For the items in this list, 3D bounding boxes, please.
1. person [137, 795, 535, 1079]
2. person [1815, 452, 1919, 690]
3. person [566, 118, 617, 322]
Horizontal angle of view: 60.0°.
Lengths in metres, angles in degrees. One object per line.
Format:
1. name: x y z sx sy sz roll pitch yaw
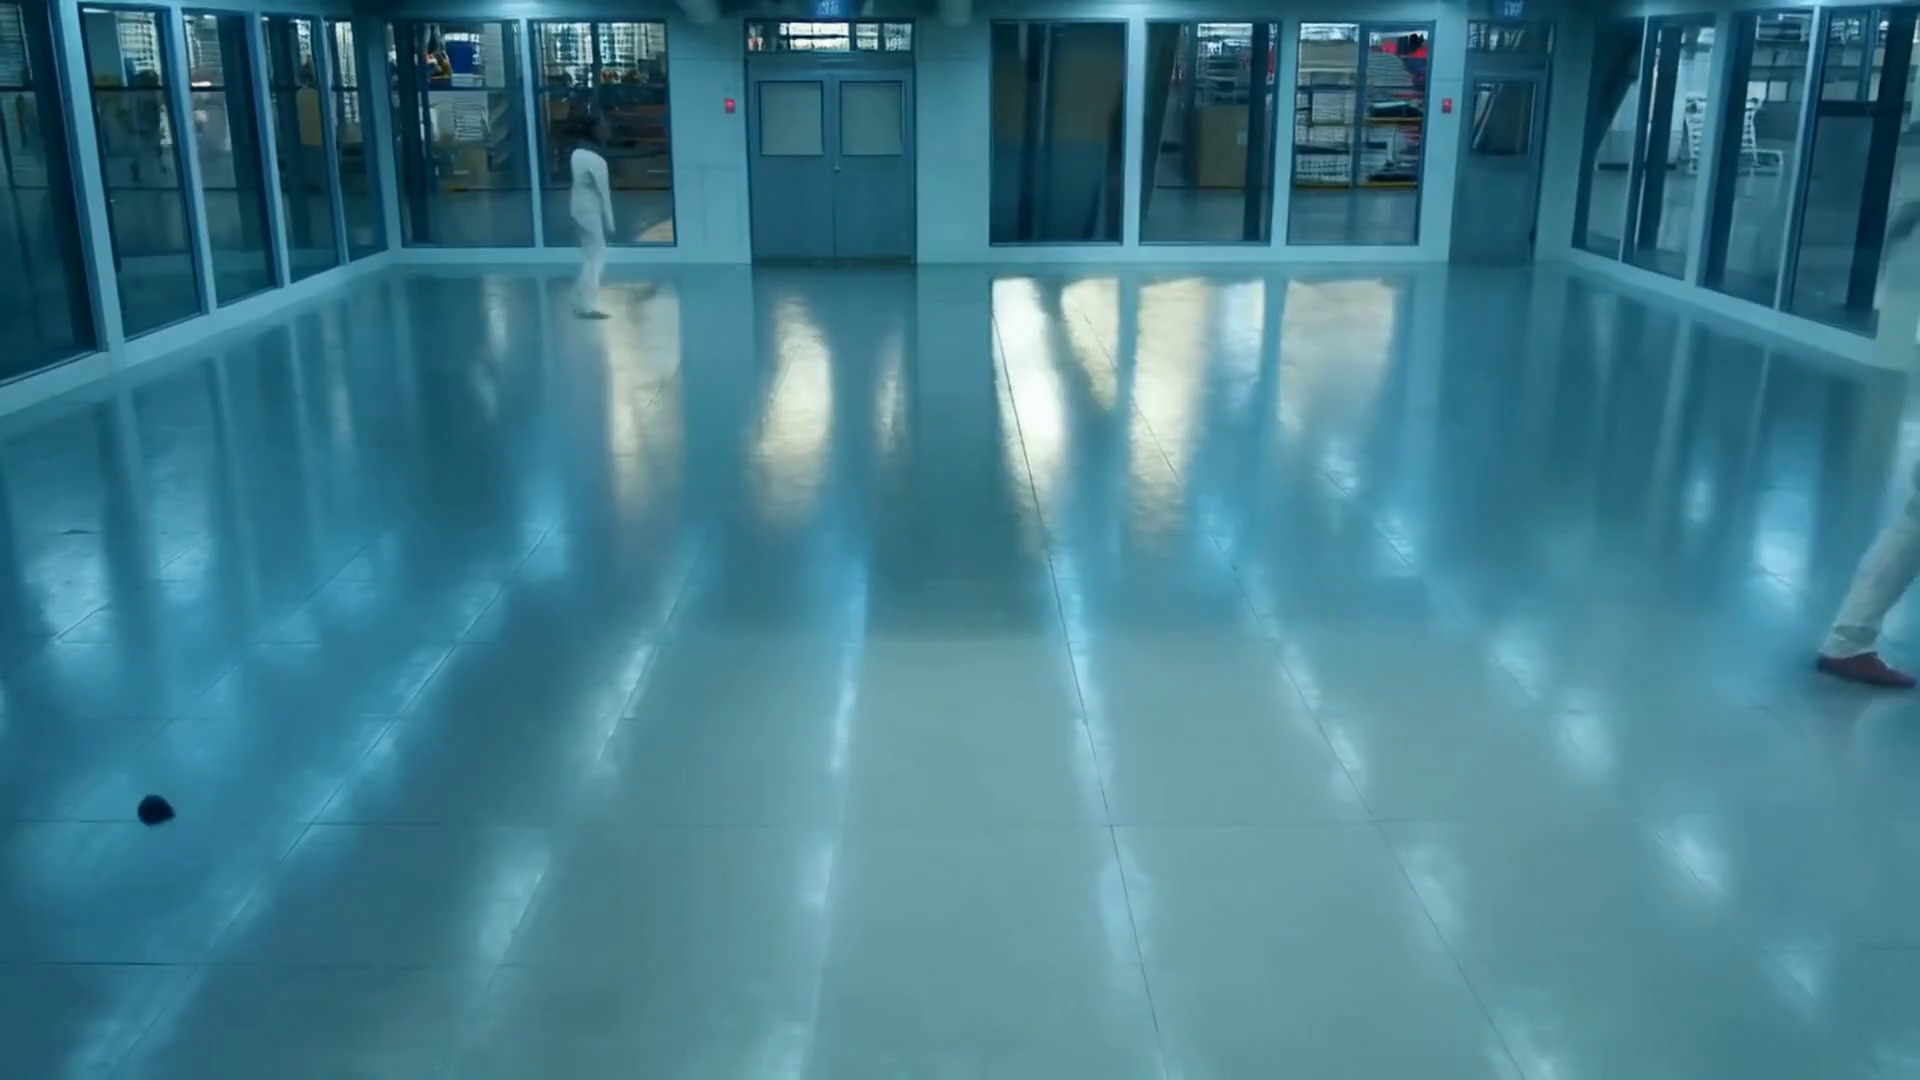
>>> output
1. person: -0.451 0.906 1.093 0.531 1.870 0.316 -8 18 -26
2. person: 3.363 -0.334 5.326 0.984 1.850 0.671 11 20 33
3. person: -2.921 -2.535 13.234 0.344 1.609 0.529 -12 20 -35
